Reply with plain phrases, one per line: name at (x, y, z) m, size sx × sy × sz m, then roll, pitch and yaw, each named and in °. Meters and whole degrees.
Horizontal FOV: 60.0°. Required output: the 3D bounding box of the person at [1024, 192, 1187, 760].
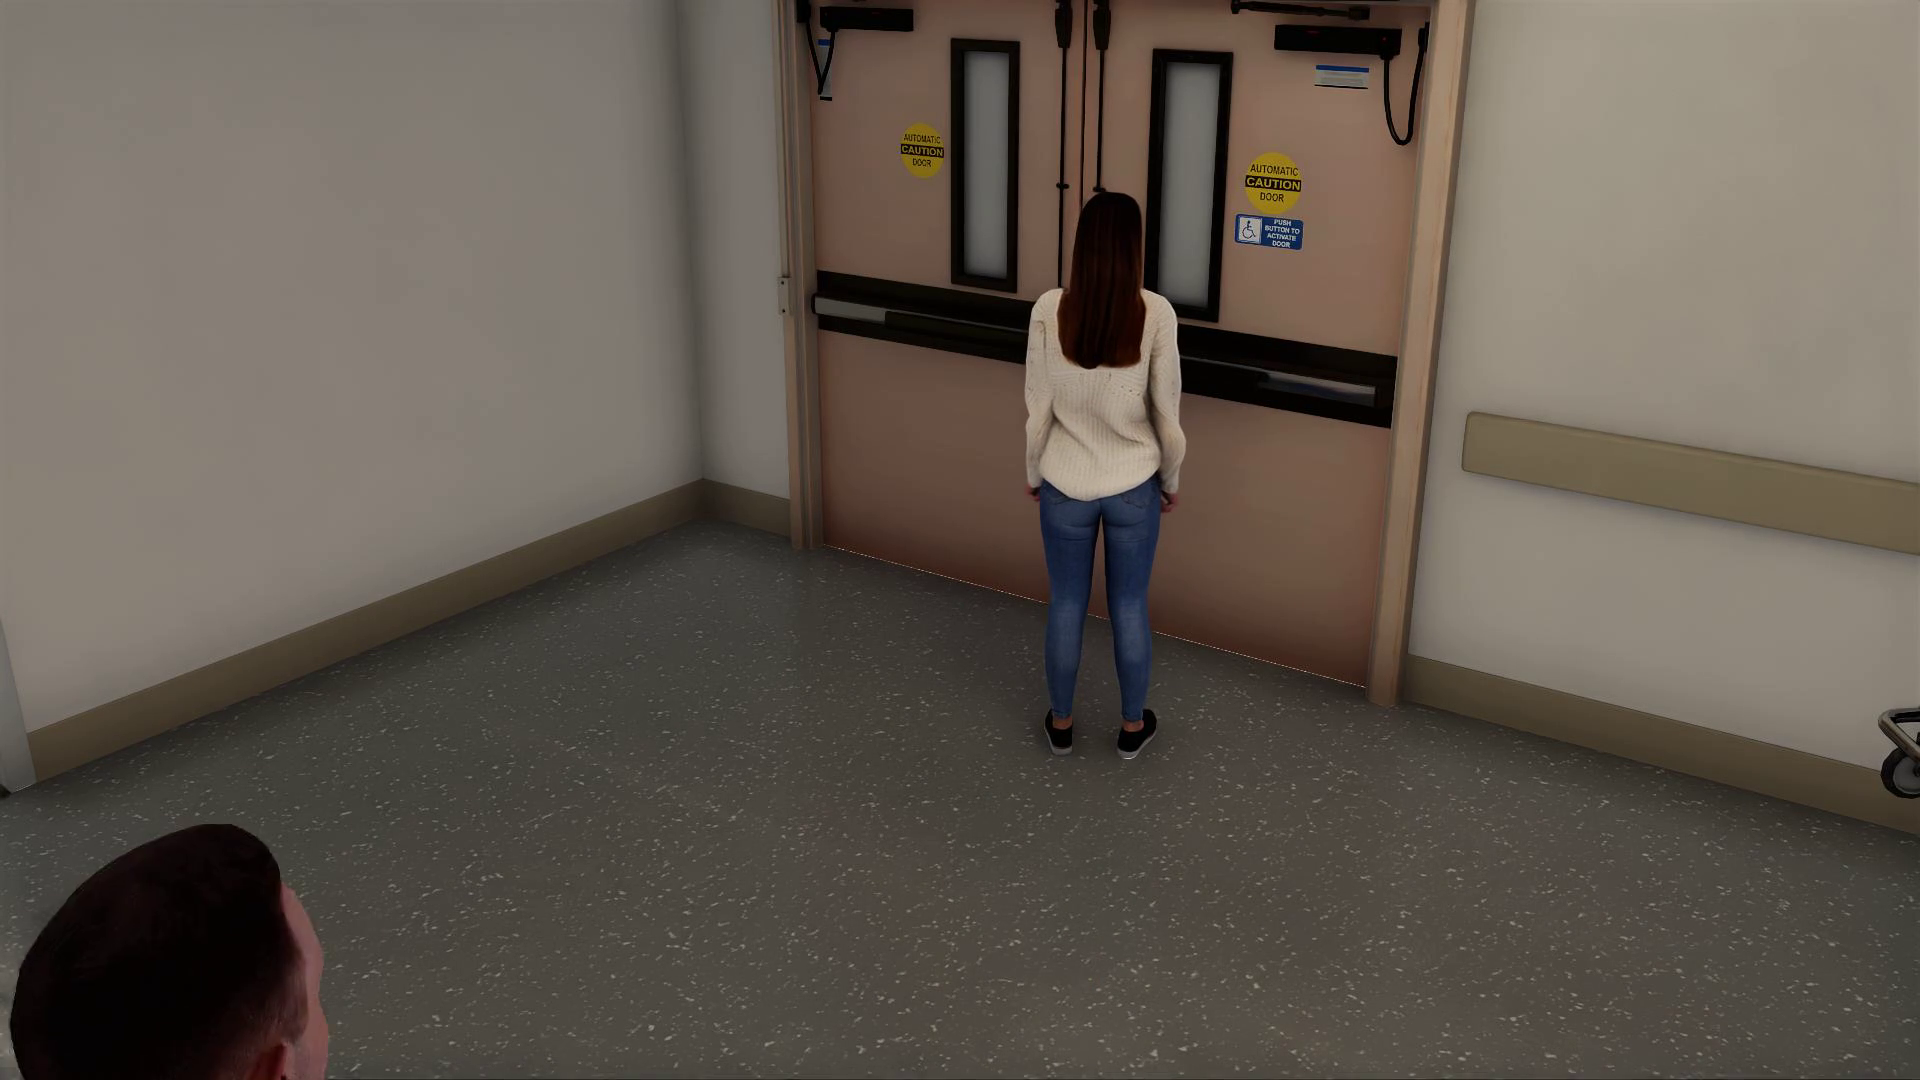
person at (0.415, -0.165, 4.852) m, size 0.702 × 1.692 × 0.691 m, roll 3°, pitch 21°, yaw 9°
